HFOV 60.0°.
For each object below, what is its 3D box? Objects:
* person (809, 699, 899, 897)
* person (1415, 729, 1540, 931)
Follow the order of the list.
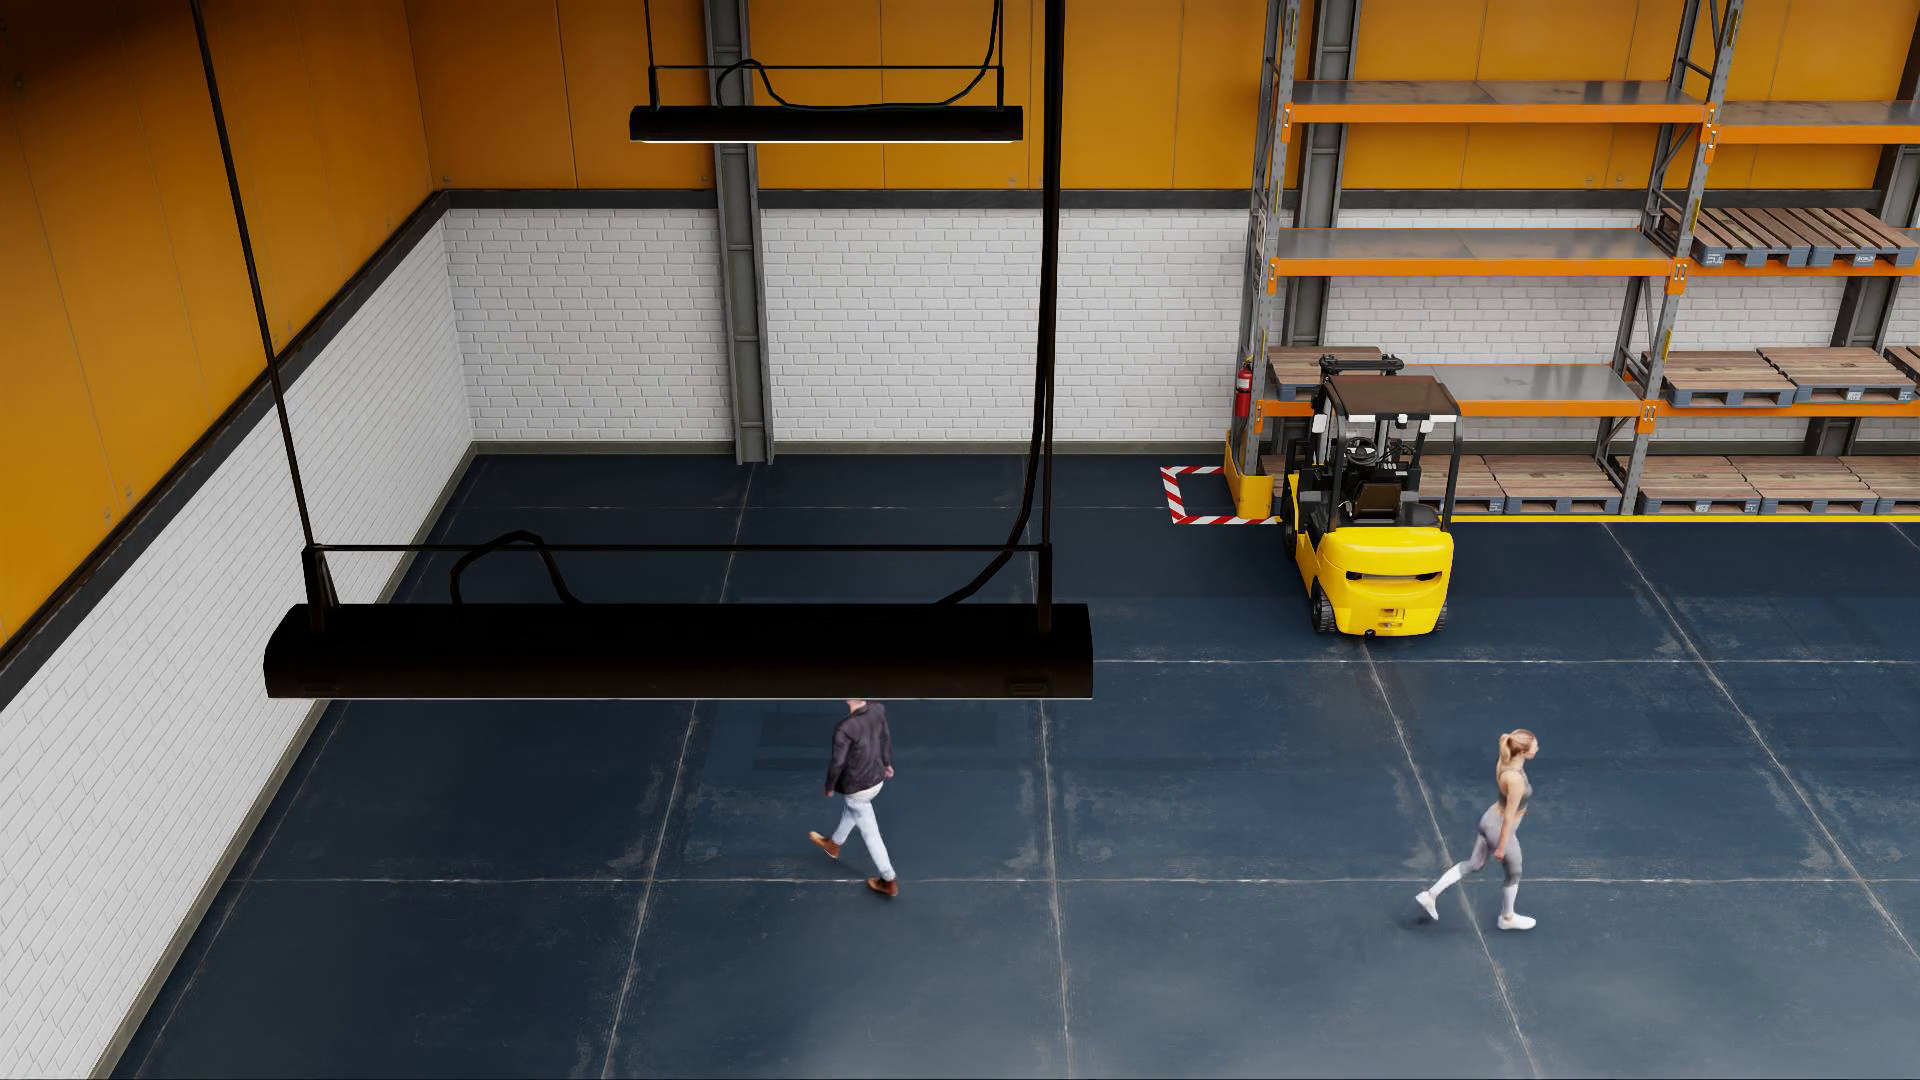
[{"bbox_3d":[-0.636,1.779,11.852,1.215,1.798,1.066,18,34,30],"label":"person"},{"bbox_3d":[3.649,2.023,11.529,1.078,1.679,0.574,1,29,1],"label":"person"}]
